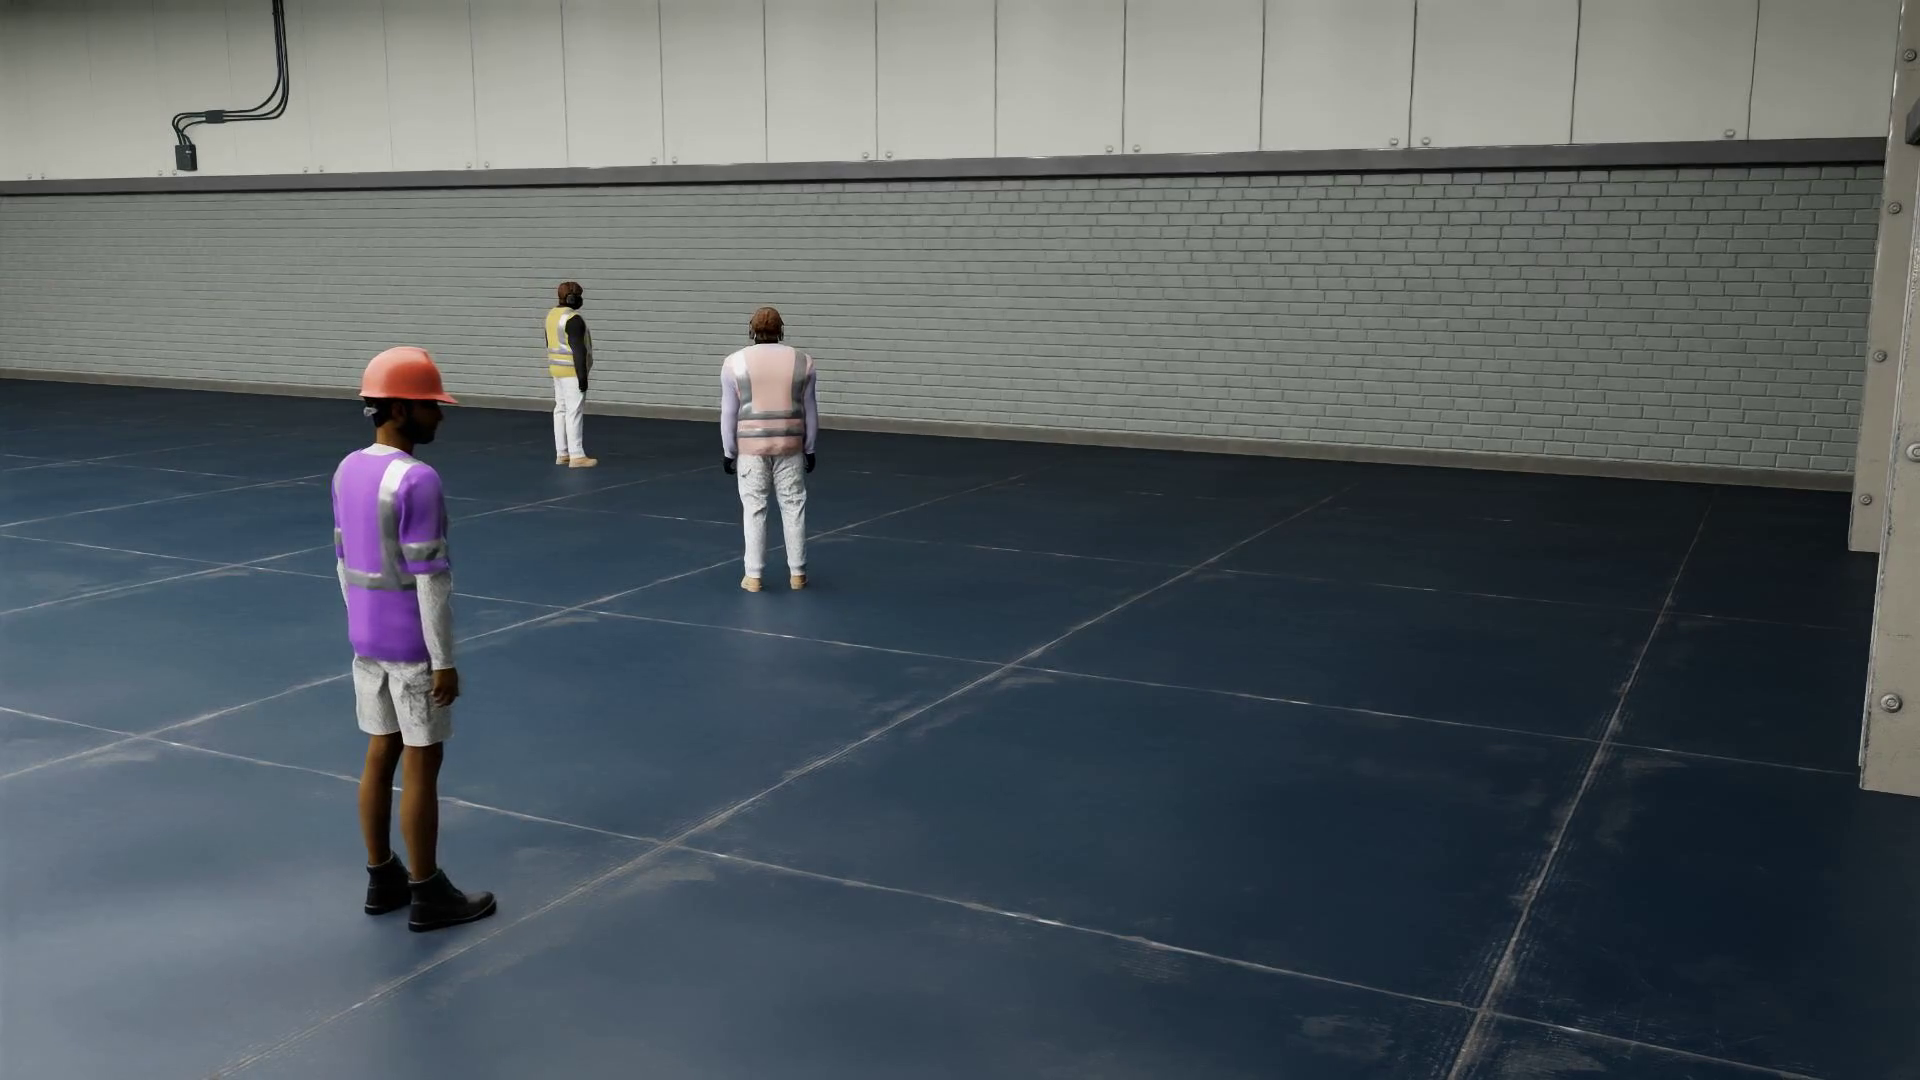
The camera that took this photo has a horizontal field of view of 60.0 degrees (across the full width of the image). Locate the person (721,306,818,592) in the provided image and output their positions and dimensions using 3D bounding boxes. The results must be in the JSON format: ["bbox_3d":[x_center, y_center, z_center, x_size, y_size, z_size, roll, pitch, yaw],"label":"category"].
[{"bbox_3d":[-1.235,-0.585,10.776,0.630,1.842,0.429,-3,11,-14],"label":"person"}]

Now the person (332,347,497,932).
[{"bbox_3d":[-1.836,0.328,5.545,0.547,1.934,0.376,9,14,40],"label":"person"}]

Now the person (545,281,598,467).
[{"bbox_3d":[-3.869,-1.649,16.581,0.429,1.841,0.634,-8,13,-37],"label":"person"}]
